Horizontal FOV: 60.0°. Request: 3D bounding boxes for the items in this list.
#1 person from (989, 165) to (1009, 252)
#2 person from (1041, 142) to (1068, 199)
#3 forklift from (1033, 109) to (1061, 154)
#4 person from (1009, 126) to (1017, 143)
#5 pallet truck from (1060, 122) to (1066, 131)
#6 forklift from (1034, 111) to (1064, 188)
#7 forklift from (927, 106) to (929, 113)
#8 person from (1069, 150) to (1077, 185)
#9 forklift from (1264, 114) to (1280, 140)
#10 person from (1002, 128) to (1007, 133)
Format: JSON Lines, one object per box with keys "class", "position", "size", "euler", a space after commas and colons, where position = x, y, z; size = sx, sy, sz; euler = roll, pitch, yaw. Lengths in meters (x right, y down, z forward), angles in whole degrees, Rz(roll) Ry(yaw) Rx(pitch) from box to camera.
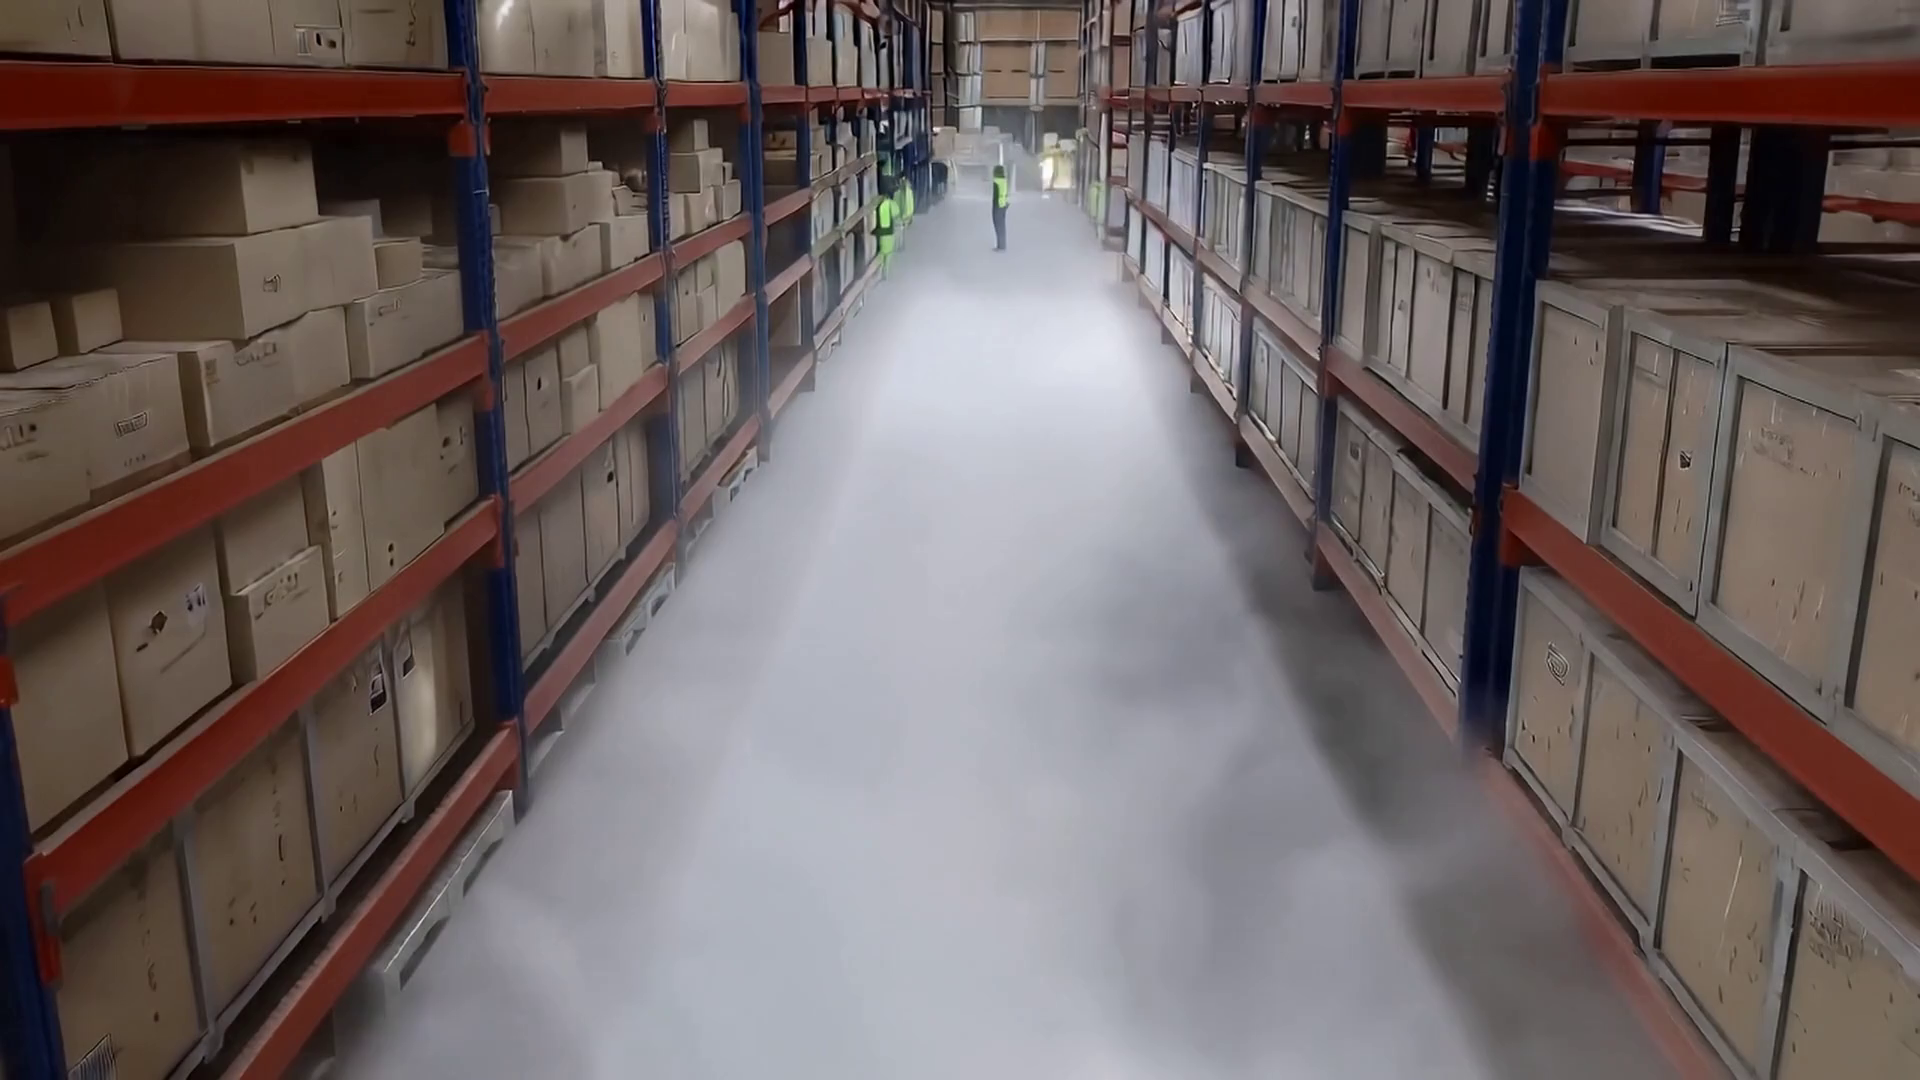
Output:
{"class": "person", "position": [0.886, -7.414, 37.202], "size": [0.390, 1.919, 0.591], "euler": [6, 16, 21]}
{"class": "person", "position": [3.287, -12.409, 55.851], "size": [1.047, 1.887, 0.644], "euler": [2, 15, 9]}
{"class": "forklift", "position": [3.777, -16.764, 70.163], "size": [1.129, 2.768, 1.873], "euler": [-9, 18, -31]}
{"class": "person", "position": [2.640, -19.505, 82.214], "size": [0.927, 1.910, 0.634], "euler": [-8, 17, -29]}
{"class": "pallet truck", "position": [5.788, -21.111, 88.014], "size": [1.885, 1.965, 0.823], "euler": [5, 16, 18]}
{"class": "forklift", "position": [2.976, -14.644, 62.277], "size": [1.873, 2.768, 1.129], "euler": [0, 15, 1]}
{"class": "forklift", "position": [-2.024, -20.456, 83.901], "size": [1.129, 2.768, 1.873], "euler": [0, 15, 2]}
{"class": "person", "position": [3.888, -12.337, 56.078], "size": [0.662, 1.616, 0.540], "euler": [9, 18, 31]}
{"class": "forklift", "position": [11.028, -14.009, 59.913], "size": [1.129, 2.768, 1.873], "euler": [0, 15, 2]}
{"class": "person", "position": [2.467, -21.575, 90.439], "size": [0.522, 1.621, 0.623], "euler": [12, 19, 38]}
